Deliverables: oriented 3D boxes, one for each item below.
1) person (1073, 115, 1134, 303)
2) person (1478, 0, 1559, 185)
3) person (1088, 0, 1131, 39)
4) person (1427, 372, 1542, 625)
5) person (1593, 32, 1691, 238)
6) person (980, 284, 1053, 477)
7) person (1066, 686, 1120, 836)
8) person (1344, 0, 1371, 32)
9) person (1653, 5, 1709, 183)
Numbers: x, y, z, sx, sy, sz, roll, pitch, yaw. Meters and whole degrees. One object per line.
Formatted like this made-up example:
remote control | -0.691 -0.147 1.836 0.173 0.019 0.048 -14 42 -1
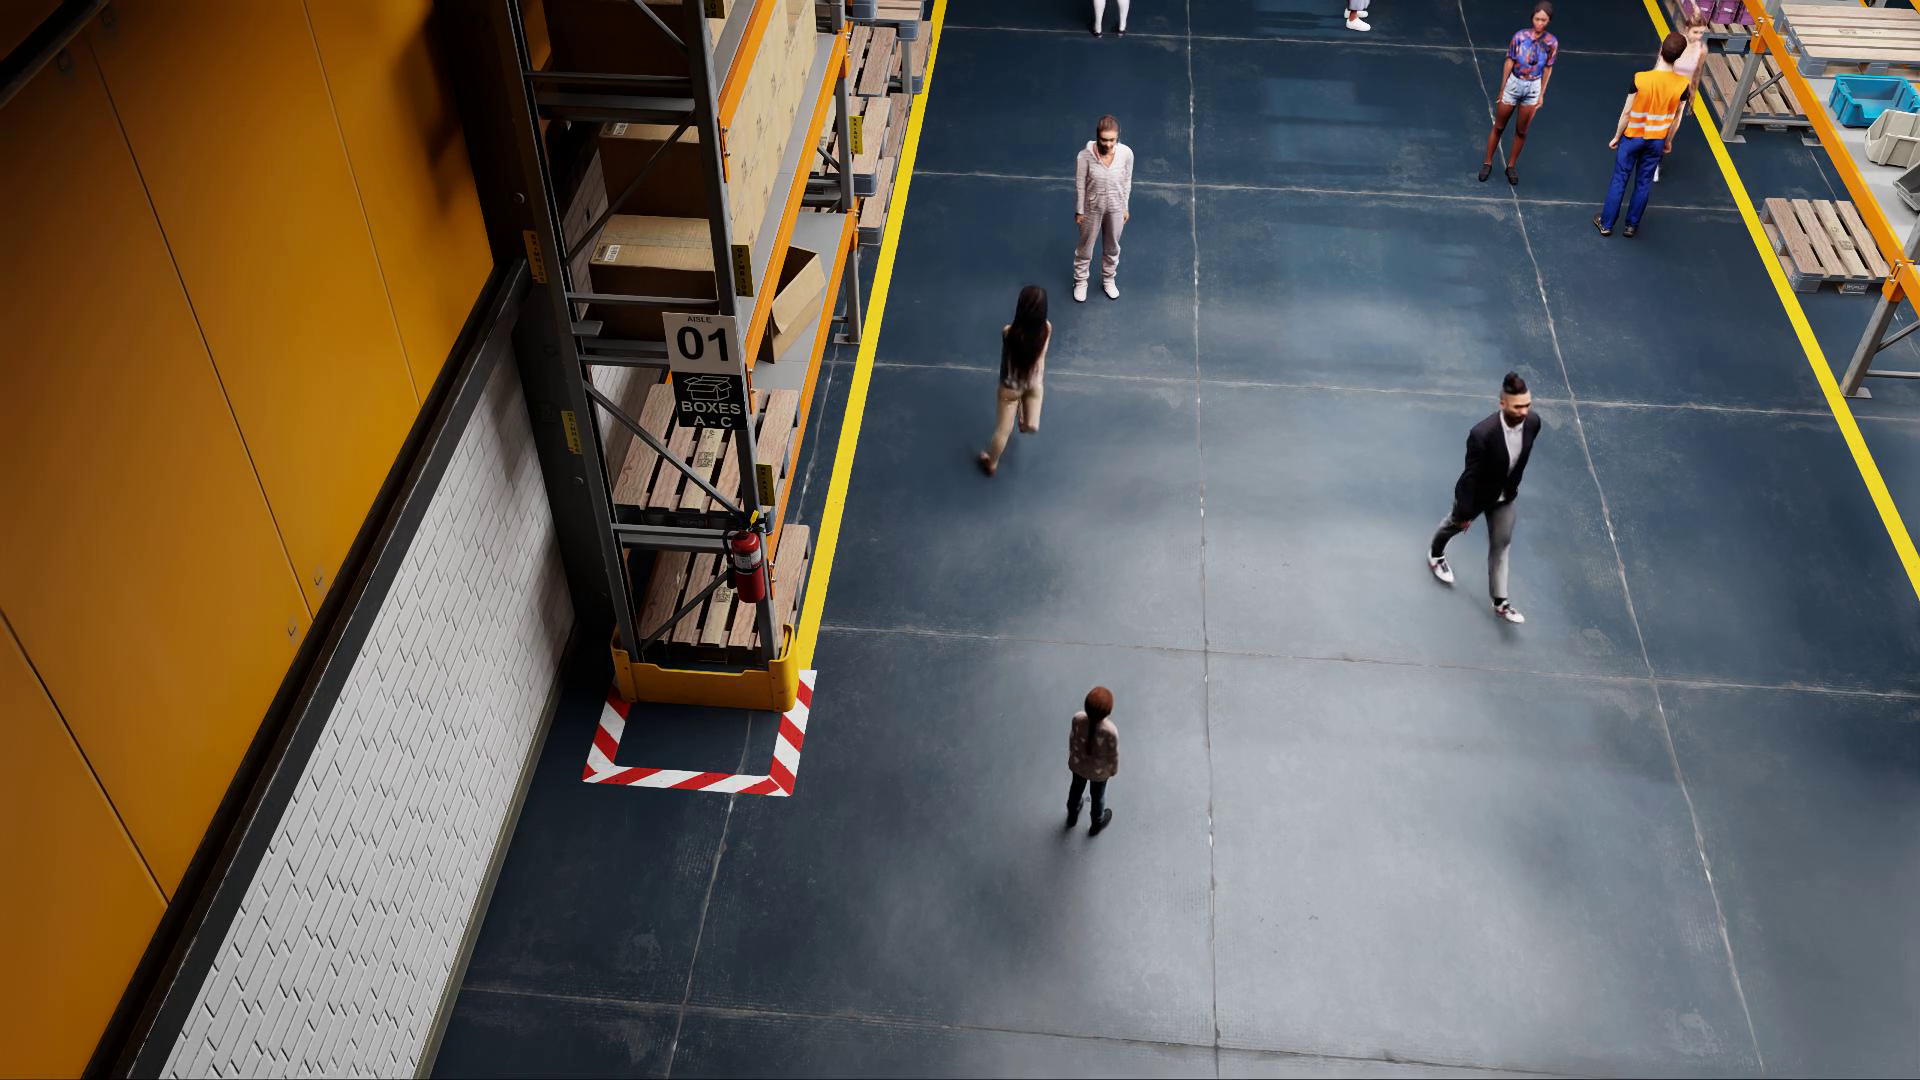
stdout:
person | 1.185 -2.785 13.902 0.691 1.692 0.649 -6 44 -6
person | 5.147 -4.100 15.245 0.613 1.741 0.555 9 44 10
person | 1.590 -6.163 17.339 0.709 1.841 0.620 -4 44 -4
person | 3.504 -0.407 11.247 1.043 1.910 1.272 -14 45 -14
person | 5.977 -3.518 14.530 0.689 1.887 0.618 6 44 6
person | 0.411 -1.241 12.319 0.794 1.639 0.858 -7 44 -7
person | 0.785 1.321 9.952 0.539 1.193 0.559 22 48 21
person | 4.298 -6.266 17.553 0.642 1.696 0.466 5 44 5
person | 6.555 -4.162 15.381 0.672 1.645 0.869 7 44 8
